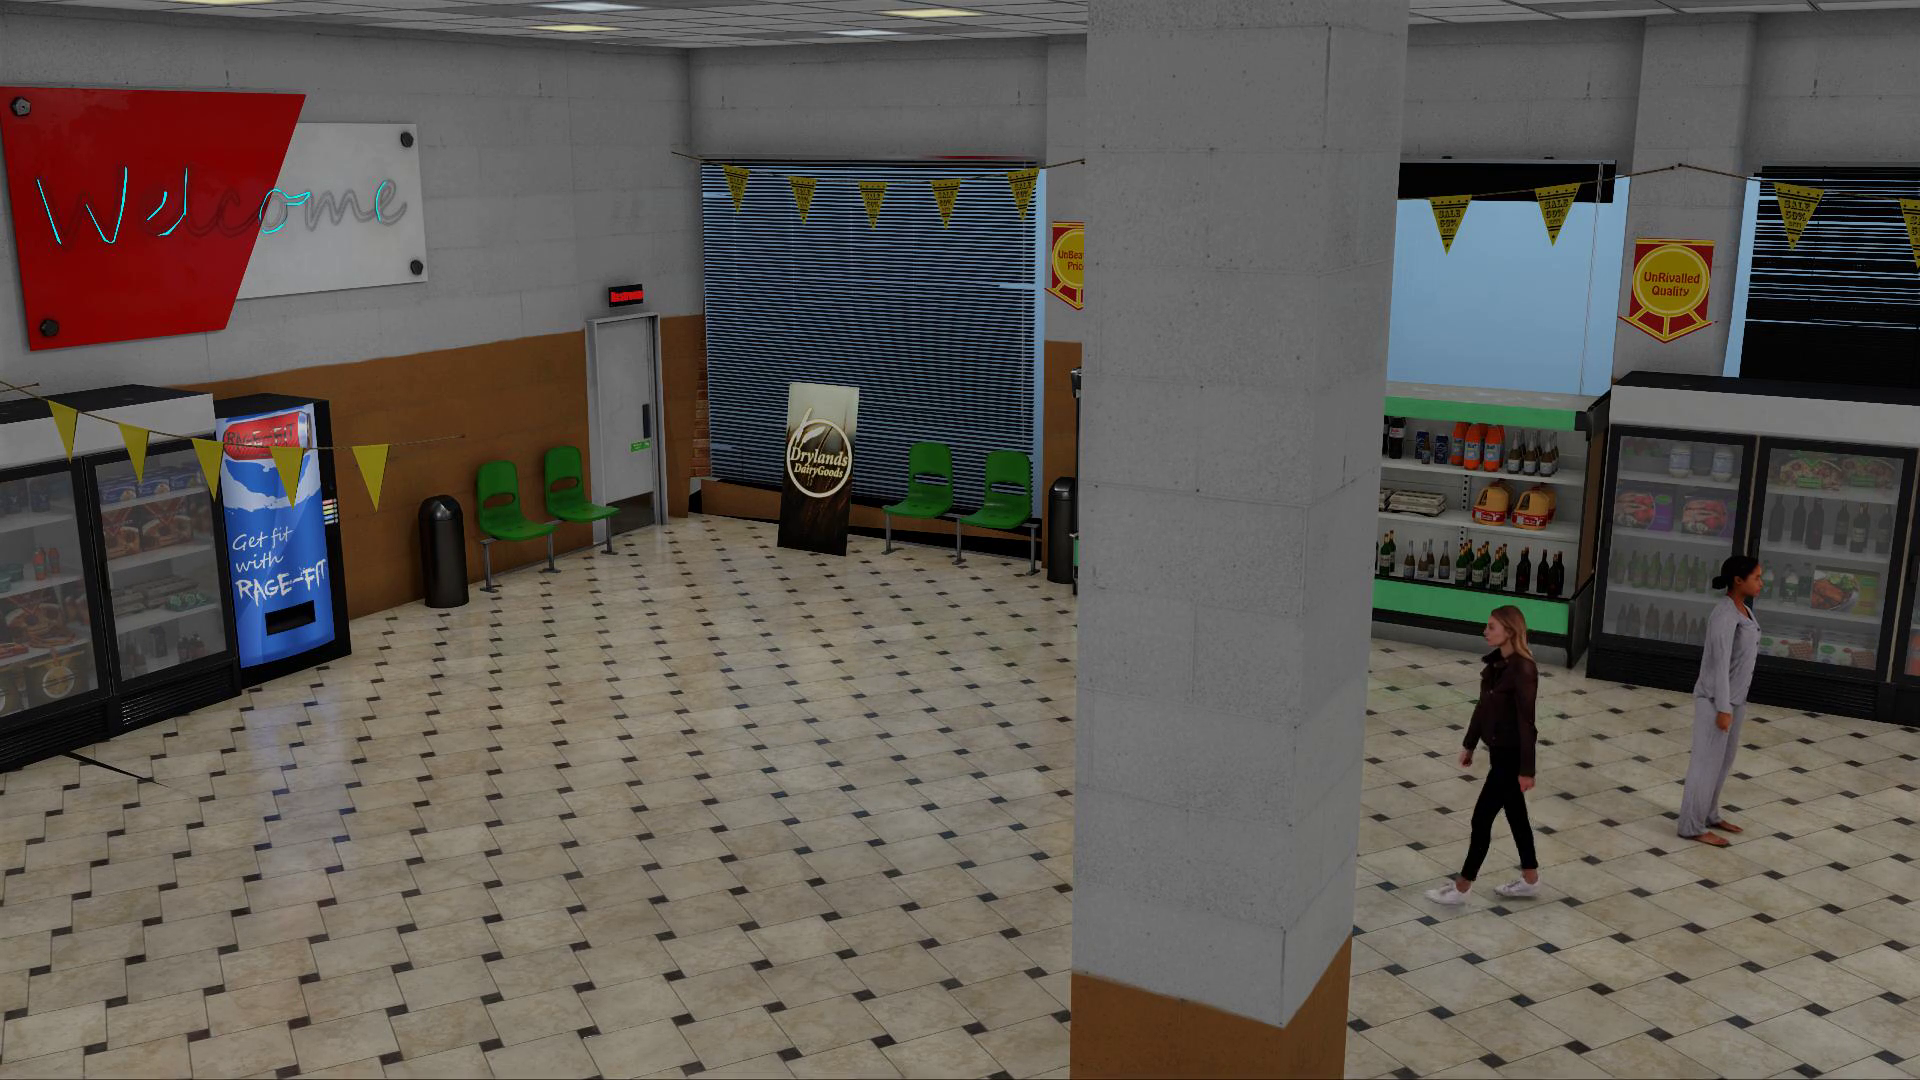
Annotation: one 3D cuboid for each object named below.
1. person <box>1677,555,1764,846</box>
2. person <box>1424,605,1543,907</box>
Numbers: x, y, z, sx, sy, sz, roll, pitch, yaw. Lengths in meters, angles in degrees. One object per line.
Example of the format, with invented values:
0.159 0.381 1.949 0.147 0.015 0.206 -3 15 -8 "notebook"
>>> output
4.525 0.962 9.906 0.597 1.662 0.662 11 18 38 "person"
3.038 1.183 8.976 1.046 1.672 0.926 -1 14 -3 "person"
